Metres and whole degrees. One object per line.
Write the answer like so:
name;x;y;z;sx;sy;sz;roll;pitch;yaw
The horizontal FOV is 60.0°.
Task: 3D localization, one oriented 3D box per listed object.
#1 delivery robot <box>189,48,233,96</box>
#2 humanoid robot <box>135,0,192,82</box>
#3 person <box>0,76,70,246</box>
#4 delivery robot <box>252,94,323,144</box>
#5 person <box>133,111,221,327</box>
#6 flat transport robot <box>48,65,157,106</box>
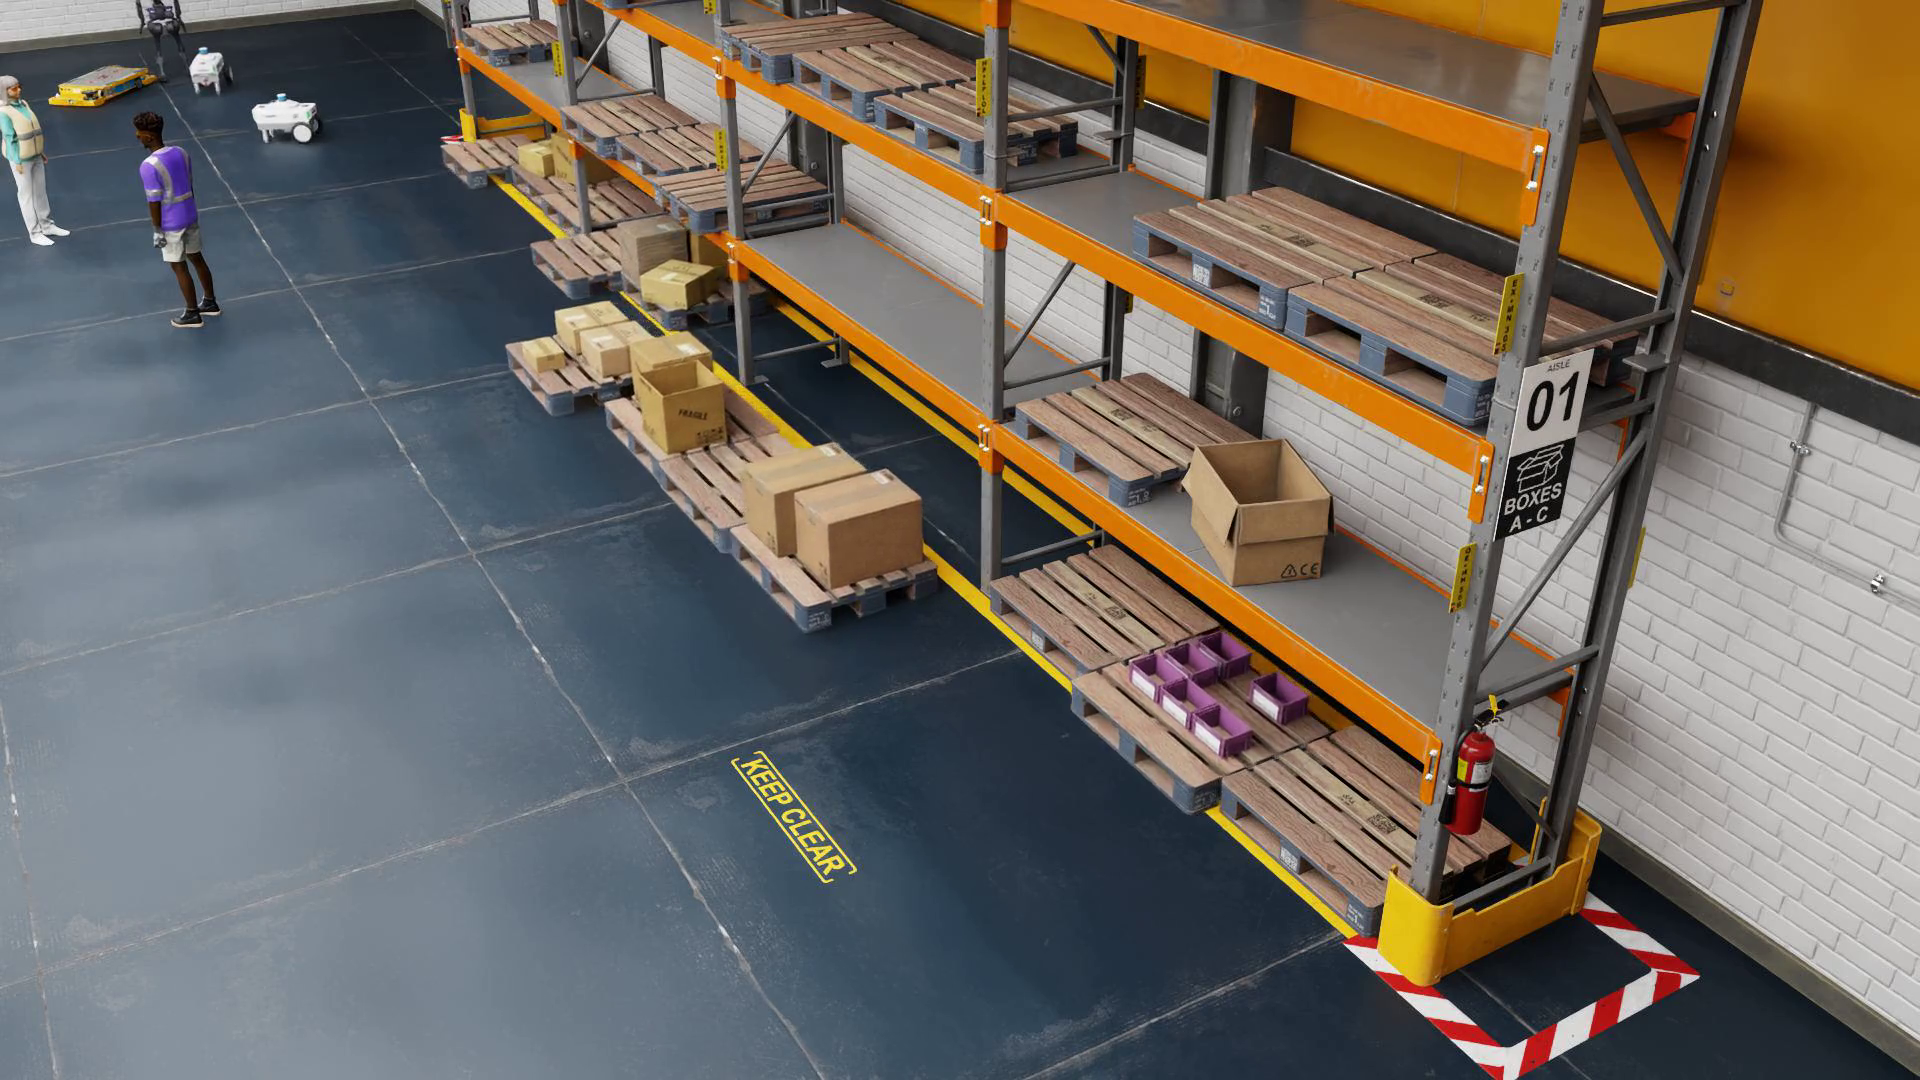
delivery robot;-10.227;-6.388;22.627;0.499;0.602;0.795;-7;30;-12
humanoid robot;-10.955;-7.132;22.799;0.601;1.640;0.390;-18;34;-28
person;-9.574;-3.893;17.042;0.369;1.709;0.464;2;30;4
delivery robot;-8.279;-5.190;20.512;0.773;0.602;0.522;-3;30;-5
person;-7.095;-2.894;15.033;0.366;1.959;0.603;5;30;9
flat transport robot;-11.570;-6.129;22.453;0.659;0.231;1.431;4;30;8
